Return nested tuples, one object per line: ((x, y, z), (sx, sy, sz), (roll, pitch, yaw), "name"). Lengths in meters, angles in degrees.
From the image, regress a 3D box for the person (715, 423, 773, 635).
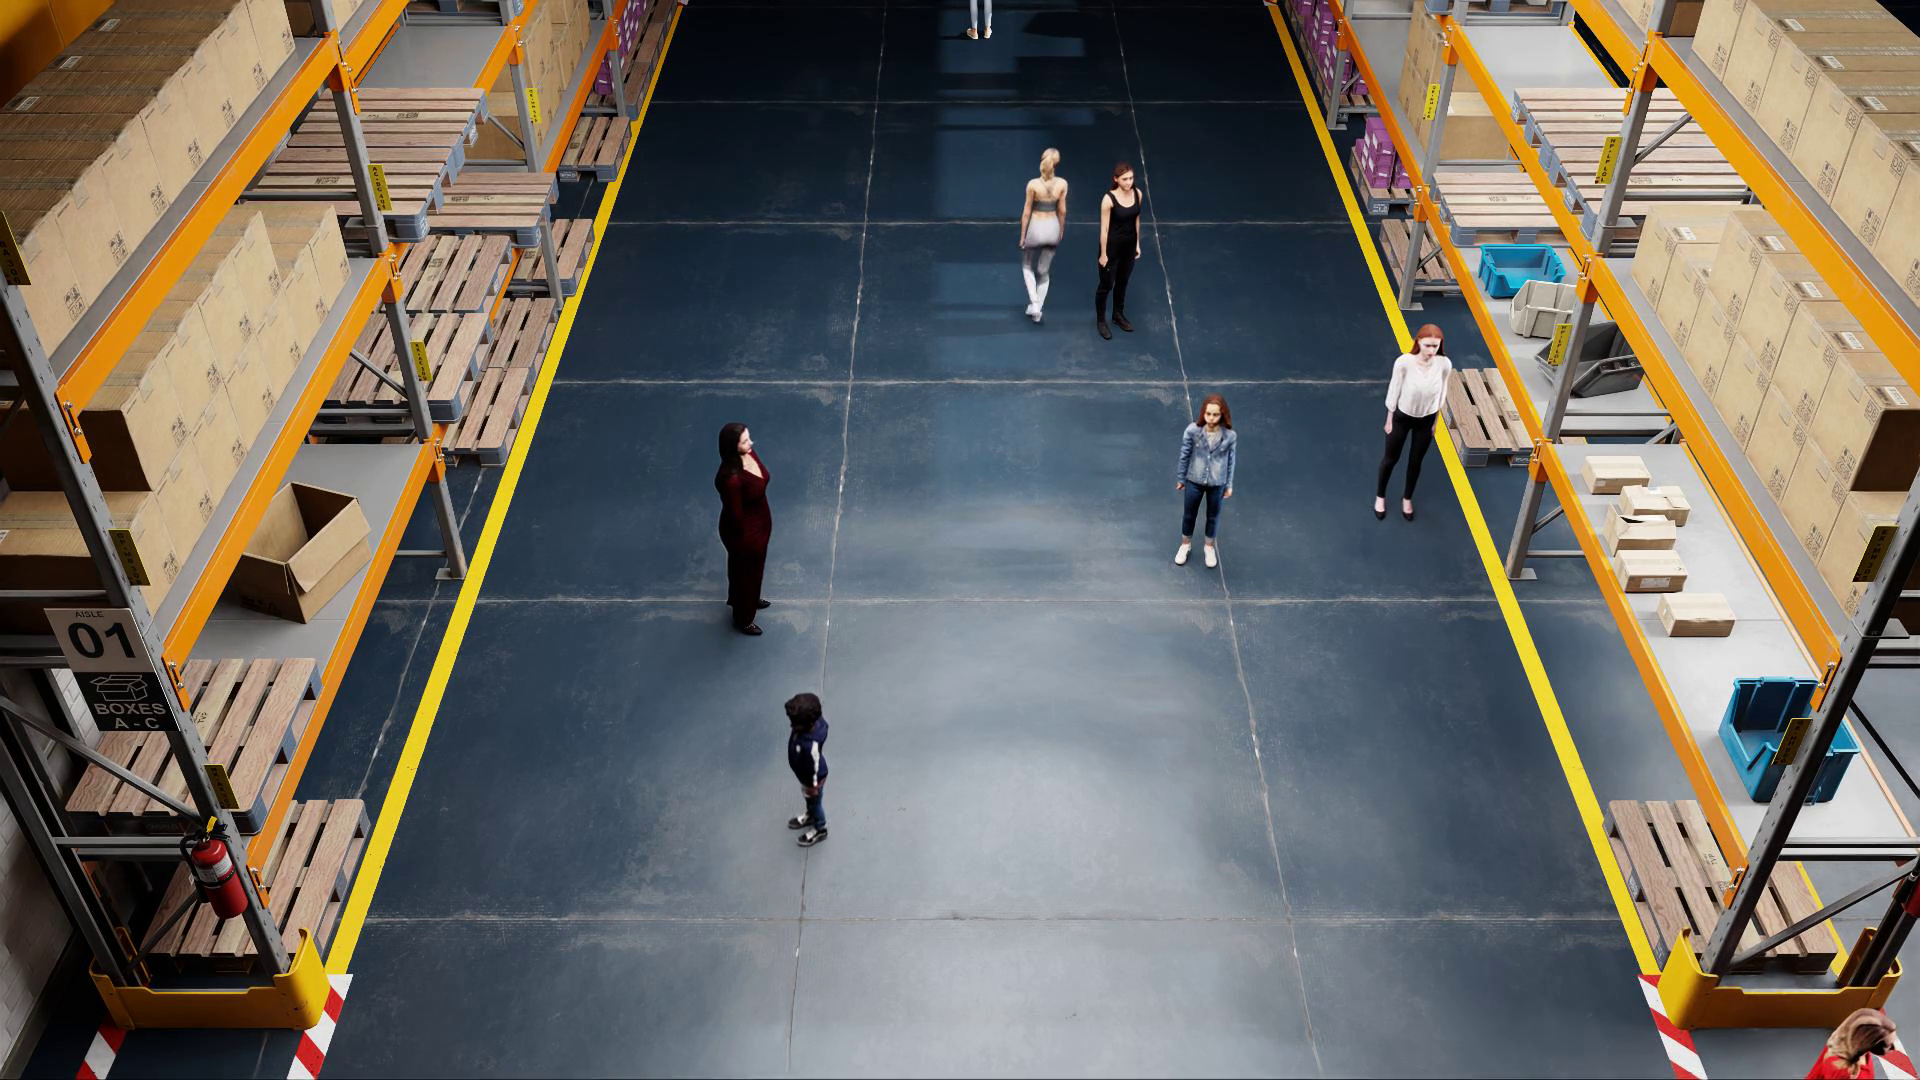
((-1.541, -0.106, 11.844), (0.741, 1.757, 0.558), (3, 39, 4), "person")

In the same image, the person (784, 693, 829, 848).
((-0.938, 1.409, 10.376), (0.641, 1.223, 0.534), (-13, 40, -15), "person")

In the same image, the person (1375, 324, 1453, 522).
((3.497, -0.912, 12.853), (0.584, 1.758, 0.486), (1, 39, 1), "person")

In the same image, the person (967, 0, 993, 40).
((0.236, -7.113, 20.588), (0.623, 1.796, 0.562), (-6, 39, -8), "person")

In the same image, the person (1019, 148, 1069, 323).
((0.778, -2.727, 15.184), (0.653, 1.686, 0.681), (-8, 39, -10), "person")

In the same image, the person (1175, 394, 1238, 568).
((1.851, -0.454, 12.505), (0.597, 1.477, 0.541), (5, 39, 7), "person")

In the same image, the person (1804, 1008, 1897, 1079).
((4.207, 2.849, 8.187), (0.747, 1.705, 0.627), (21, 43, 24), "person")

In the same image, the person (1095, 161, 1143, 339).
((1.440, -2.650, 15.086), (0.679, 1.687, 0.698), (-21, 43, -24), "person")
